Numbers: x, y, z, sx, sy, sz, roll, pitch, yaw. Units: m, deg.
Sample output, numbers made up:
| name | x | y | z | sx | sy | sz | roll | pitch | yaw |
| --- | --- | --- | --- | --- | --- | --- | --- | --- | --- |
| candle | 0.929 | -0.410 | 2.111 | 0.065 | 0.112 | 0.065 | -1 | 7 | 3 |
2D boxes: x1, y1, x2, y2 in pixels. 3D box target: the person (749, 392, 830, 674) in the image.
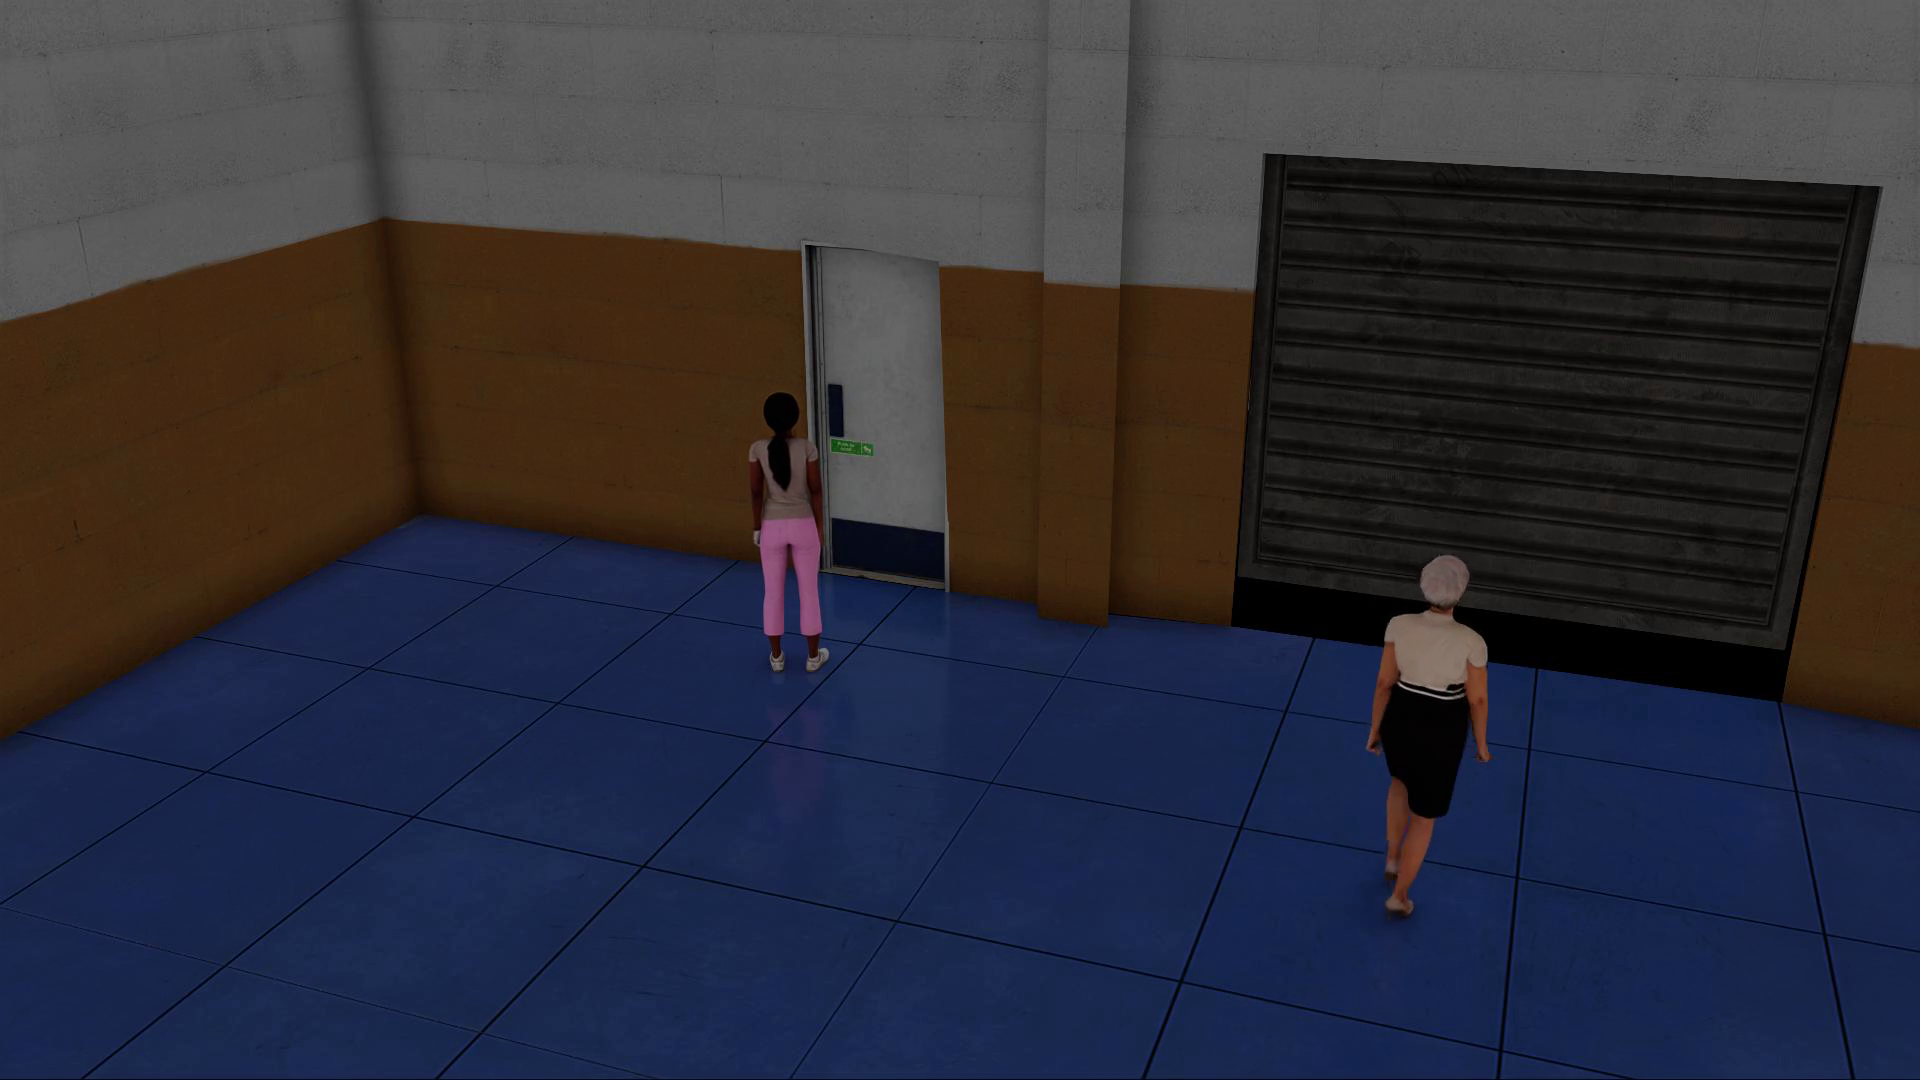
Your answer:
| name | x | y | z | sx | sy | sz | roll | pitch | yaw |
| --- | --- | --- | --- | --- | --- | --- | --- | --- | --- |
| person | -1.009 | -0.044 | 9.796 | 0.552 | 1.741 | 0.695 | 1 | 22 | 2 |

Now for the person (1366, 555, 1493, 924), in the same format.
| name | x | y | z | sx | sy | sz | roll | pitch | yaw |
| --- | --- | --- | --- | --- | --- | --- | --- | --- | --- |
| person | 2.017 | 0.928 | 7.380 | 0.758 | 1.737 | 0.814 | 17 | 27 | 36 |
